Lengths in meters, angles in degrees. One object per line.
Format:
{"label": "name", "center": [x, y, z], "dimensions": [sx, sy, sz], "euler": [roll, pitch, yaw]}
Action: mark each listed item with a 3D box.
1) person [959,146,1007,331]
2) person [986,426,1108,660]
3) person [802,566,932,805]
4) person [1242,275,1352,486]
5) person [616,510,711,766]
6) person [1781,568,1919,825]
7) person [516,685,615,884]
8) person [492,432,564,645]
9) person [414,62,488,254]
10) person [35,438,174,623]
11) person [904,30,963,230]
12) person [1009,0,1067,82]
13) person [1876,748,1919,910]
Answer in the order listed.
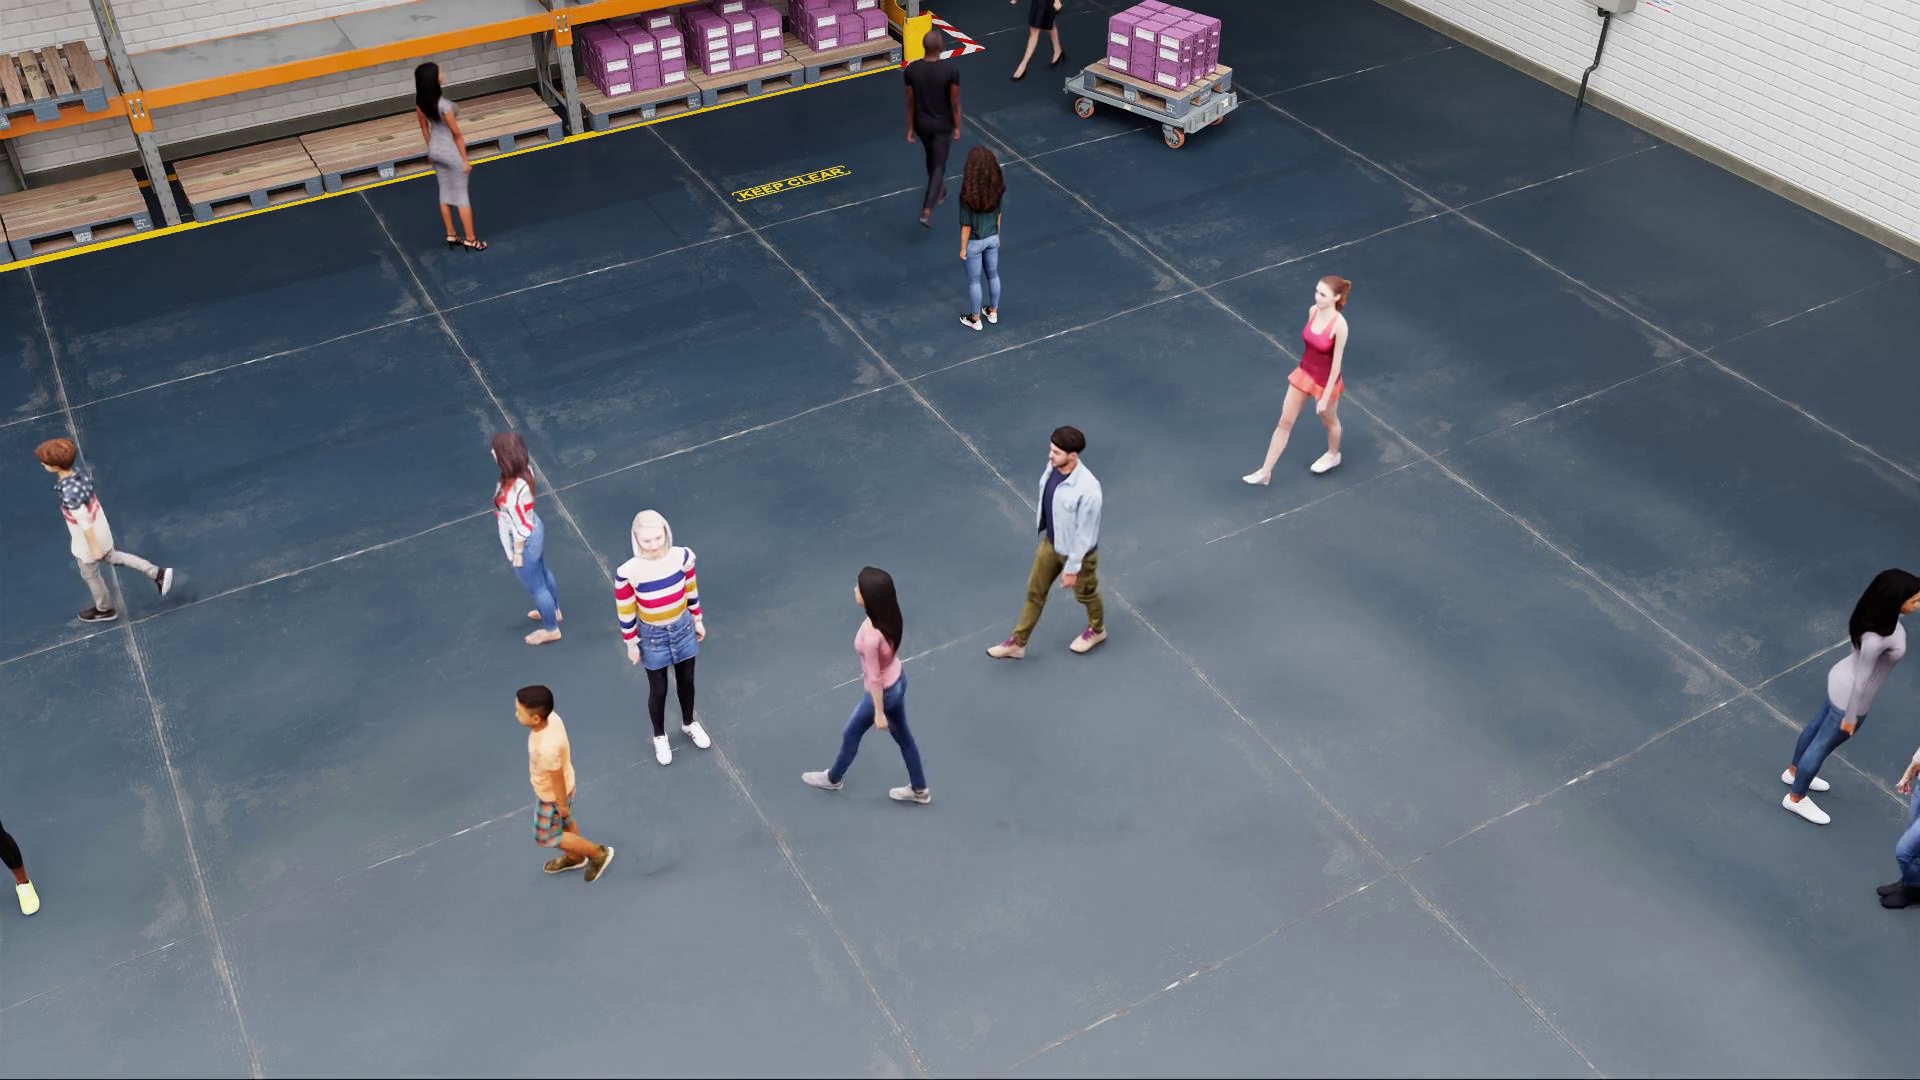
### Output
{"label": "person", "center": [0.172, -2.514, 13.860], "dimensions": [0.519, 1.616, 0.651], "euler": [-22, 43, -25]}
{"label": "person", "center": [0.774, 0.028, 10.550], "dimensions": [1.078, 1.776, 0.703], "euler": [-22, 44, -25]}
{"label": "person", "center": [-0.365, 0.881, 9.533], "dimensions": [1.083, 1.712, 1.001], "euler": [8, 39, 10]}
{"label": "person", "center": [2.669, -1.157, 12.090], "dimensions": [1.117, 1.707, 0.618], "euler": [-22, 44, -25]}
{"label": "person", "center": [-1.745, 0.556, 9.863], "dimensions": [0.430, 1.809, 0.710], "euler": [-20, 43, -24]}
{"label": "person", "center": [5.081, 0.864, 9.530], "dimensions": [0.748, 1.742, 0.652], "euler": [16, 41, 19]}
{"label": "person", "center": [-2.165, 1.338, 9.171], "dimensions": [0.691, 1.449, 0.607], "euler": [-9, 40, -11]}
{"label": "person", "center": [-2.799, -0.022, 10.744], "dimensions": [0.646, 1.613, 0.666], "euler": [-4, 39, -4]}
{"label": "person", "center": [-4.578, -3.398, 14.835], "dimensions": [0.665, 1.781, 0.677], "euler": [20, 43, 23]}
{"label": "person", "center": [-5.666, -0.074, 10.958], "dimensions": [0.925, 1.425, 0.682], "euler": [-8, 39, -10]}
{"label": "person", "center": [-0.256, -3.725, 15.244], "dimensions": [1.173, 1.782, 1.268], "euler": [12, 40, 14]}
{"label": "person", "center": [0.948, -5.851, 17.970], "dimensions": [1.132, 1.704, 0.735], "euler": [-25, 45, -28]}
{"label": "person", "center": [5.349, 1.413, 8.944], "dimensions": [0.761, 1.615, 0.747], "euler": [2, 39, 3]}
